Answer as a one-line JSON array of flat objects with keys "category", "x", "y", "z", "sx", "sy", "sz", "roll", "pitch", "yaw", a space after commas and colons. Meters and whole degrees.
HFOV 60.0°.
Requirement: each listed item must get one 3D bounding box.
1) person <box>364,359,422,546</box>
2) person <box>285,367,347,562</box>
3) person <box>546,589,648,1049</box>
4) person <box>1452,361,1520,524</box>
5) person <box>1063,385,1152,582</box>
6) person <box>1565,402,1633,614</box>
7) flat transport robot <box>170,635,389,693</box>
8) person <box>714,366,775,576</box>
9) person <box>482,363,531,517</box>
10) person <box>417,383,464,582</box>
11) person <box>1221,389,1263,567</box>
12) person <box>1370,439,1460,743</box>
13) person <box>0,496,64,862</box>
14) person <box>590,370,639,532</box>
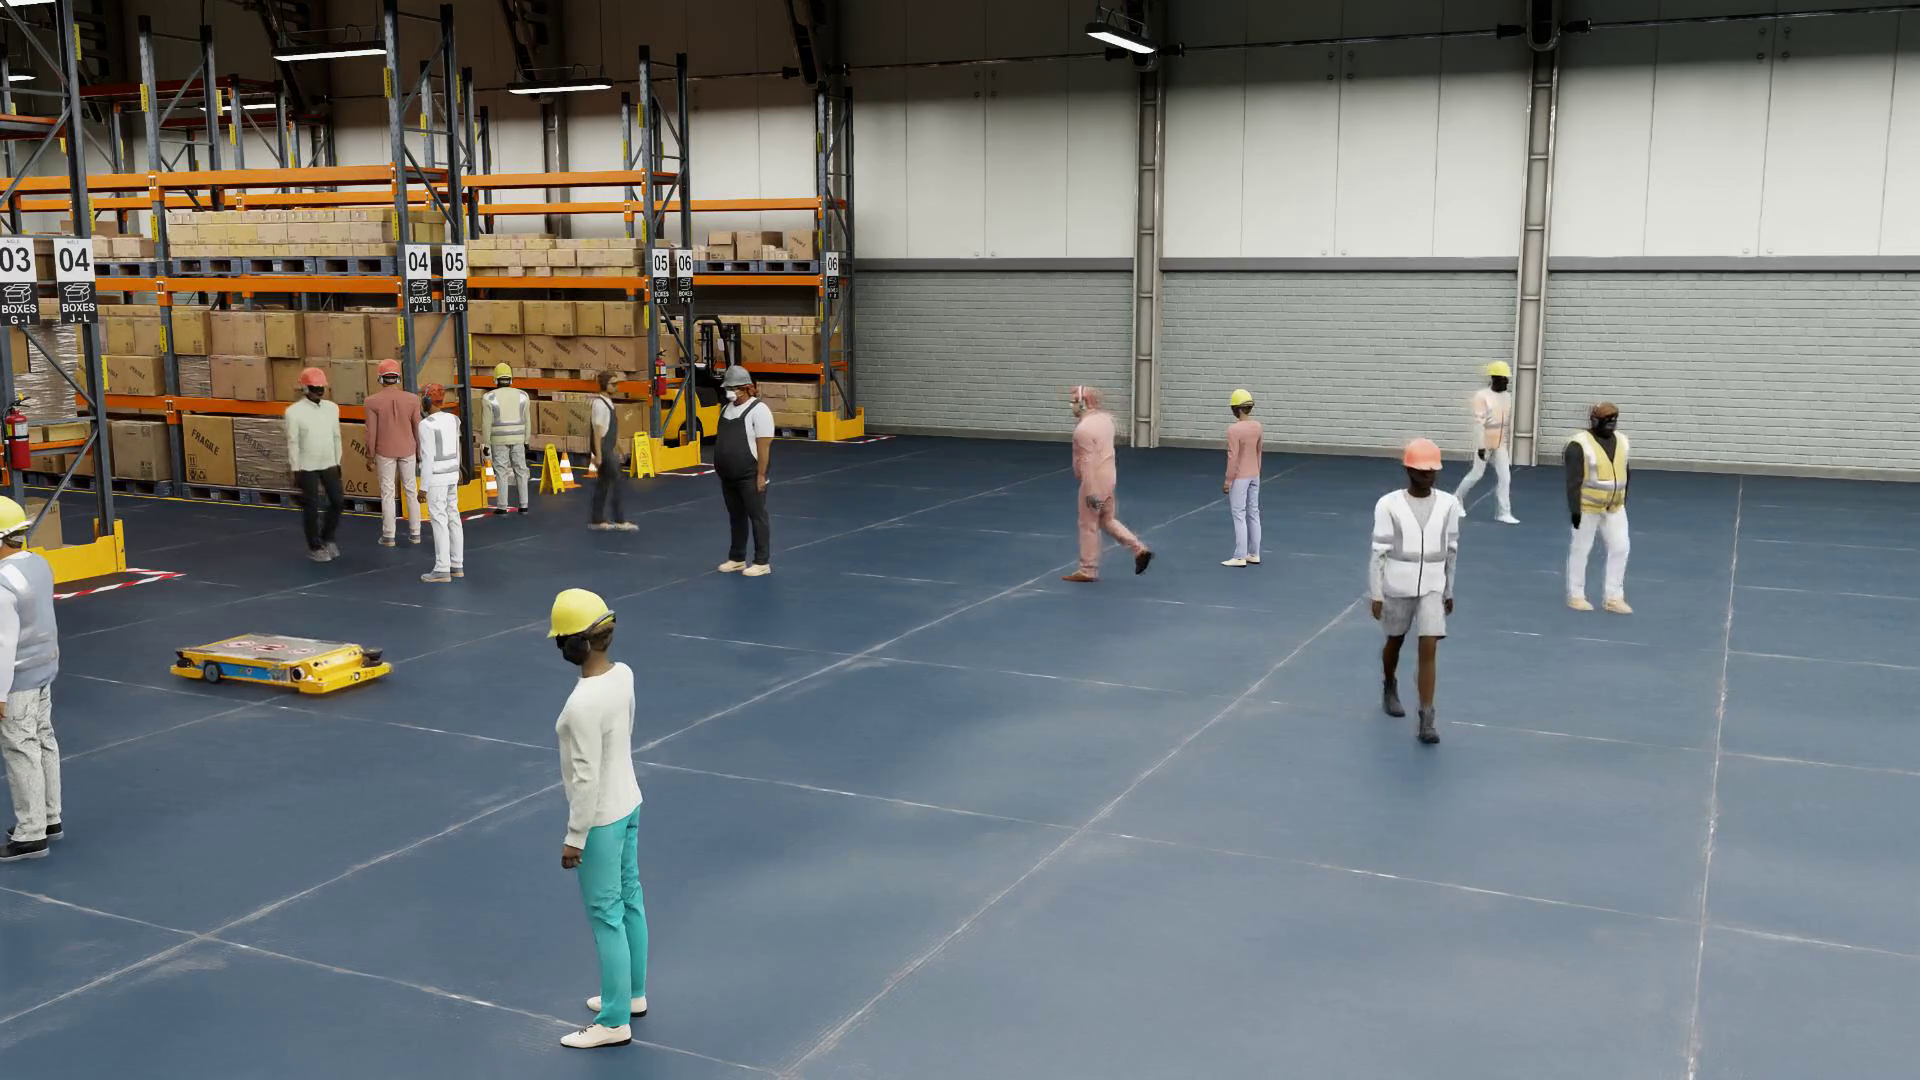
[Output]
[{"category": "person", "x": -6.043, "y": -0.932, "z": 17.765, "sx": 0.611, "sy": 1.996, "sz": 0.378, "roll": -6, "pitch": 11, "yaw": -34}, {"category": "person", "x": -6.458, "y": -0.752, "z": 16.712, "sx": 0.451, "sy": 1.970, "sz": 0.626, "roll": 7, "pitch": 12, "yaw": 38}, {"category": "person", "x": -1.390, "y": 1.051, "z": 6.336, "sx": 0.328, "sy": 1.759, "sz": 0.524, "roll": 1, "pitch": 9, "yaw": 7}, {"category": "person", "x": 6.186, "y": -1.165, "z": 19.512, "sx": 0.580, "sy": 1.899, "sz": 0.908, "roll": -5, "pitch": 10, "yaw": -26}, {"category": "person", "x": 1.363, "y": -0.509, "z": 15.555, "sx": 0.731, "sy": 1.876, "sz": 0.667, "roll": 4, "pitch": 10, "yaw": 25}, {"category": "person", "x": 5.496, "y": -0.260, "z": 14.187, "sx": 0.653, "sy": 1.816, "sz": 0.727, "roll": -3, "pitch": 10, "yaw": -15}, {"category": "flat transport robot", "x": -4.900, "y": 0.873, "z": 11.972, "sx": 1.431, "sy": 0.197, "sz": 0.652, "roll": 4, "pitch": 10, "yaw": 23}, {"category": "person", "x": -2.117, "y": -0.674, "z": 16.042, "sx": 0.693, "sy": 2.000, "sz": 0.535, "roll": 8, "pitch": 12, "yaw": 41}, {"category": "person", "x": -5.414, "y": -1.190, "z": 19.842, "sx": 0.590, "sy": 1.835, "sz": 0.404, "roll": -6, "pitch": 11, "yaw": -34}, {"category": "person", "x": -4.927, "y": -0.544, "z": 15.730, "sx": 0.353, "sy": 1.883, "sz": 0.573, "roll": 3, "pitch": 10, "yaw": 16}, {"category": "person", "x": 2.792, "y": -0.613, "z": 16.517, "sx": 0.532, "sy": 1.765, "sz": 0.328, "roll": -9, "pitch": 13, "yaw": -43}, {"category": "person", "x": 2.897, "y": 0.285, "z": 10.640, "sx": 0.566, "sy": 1.893, "sz": 1.008, "roll": 0, "pitch": 9, "yaw": 2}, {"category": "person", "x": -4.752, "y": 0.685, "z": 8.350, "sx": 0.404, "sy": 1.833, "sz": 0.592, "roll": -2, "pitch": 9, "yaw": -11}, {"category": "person", "x": -3.859, "y": -0.987, "z": 18.650, "sx": 0.703, "sy": 1.824, "sz": 0.511, "roll": -1, "pitch": 9, "yaw": -4}]
